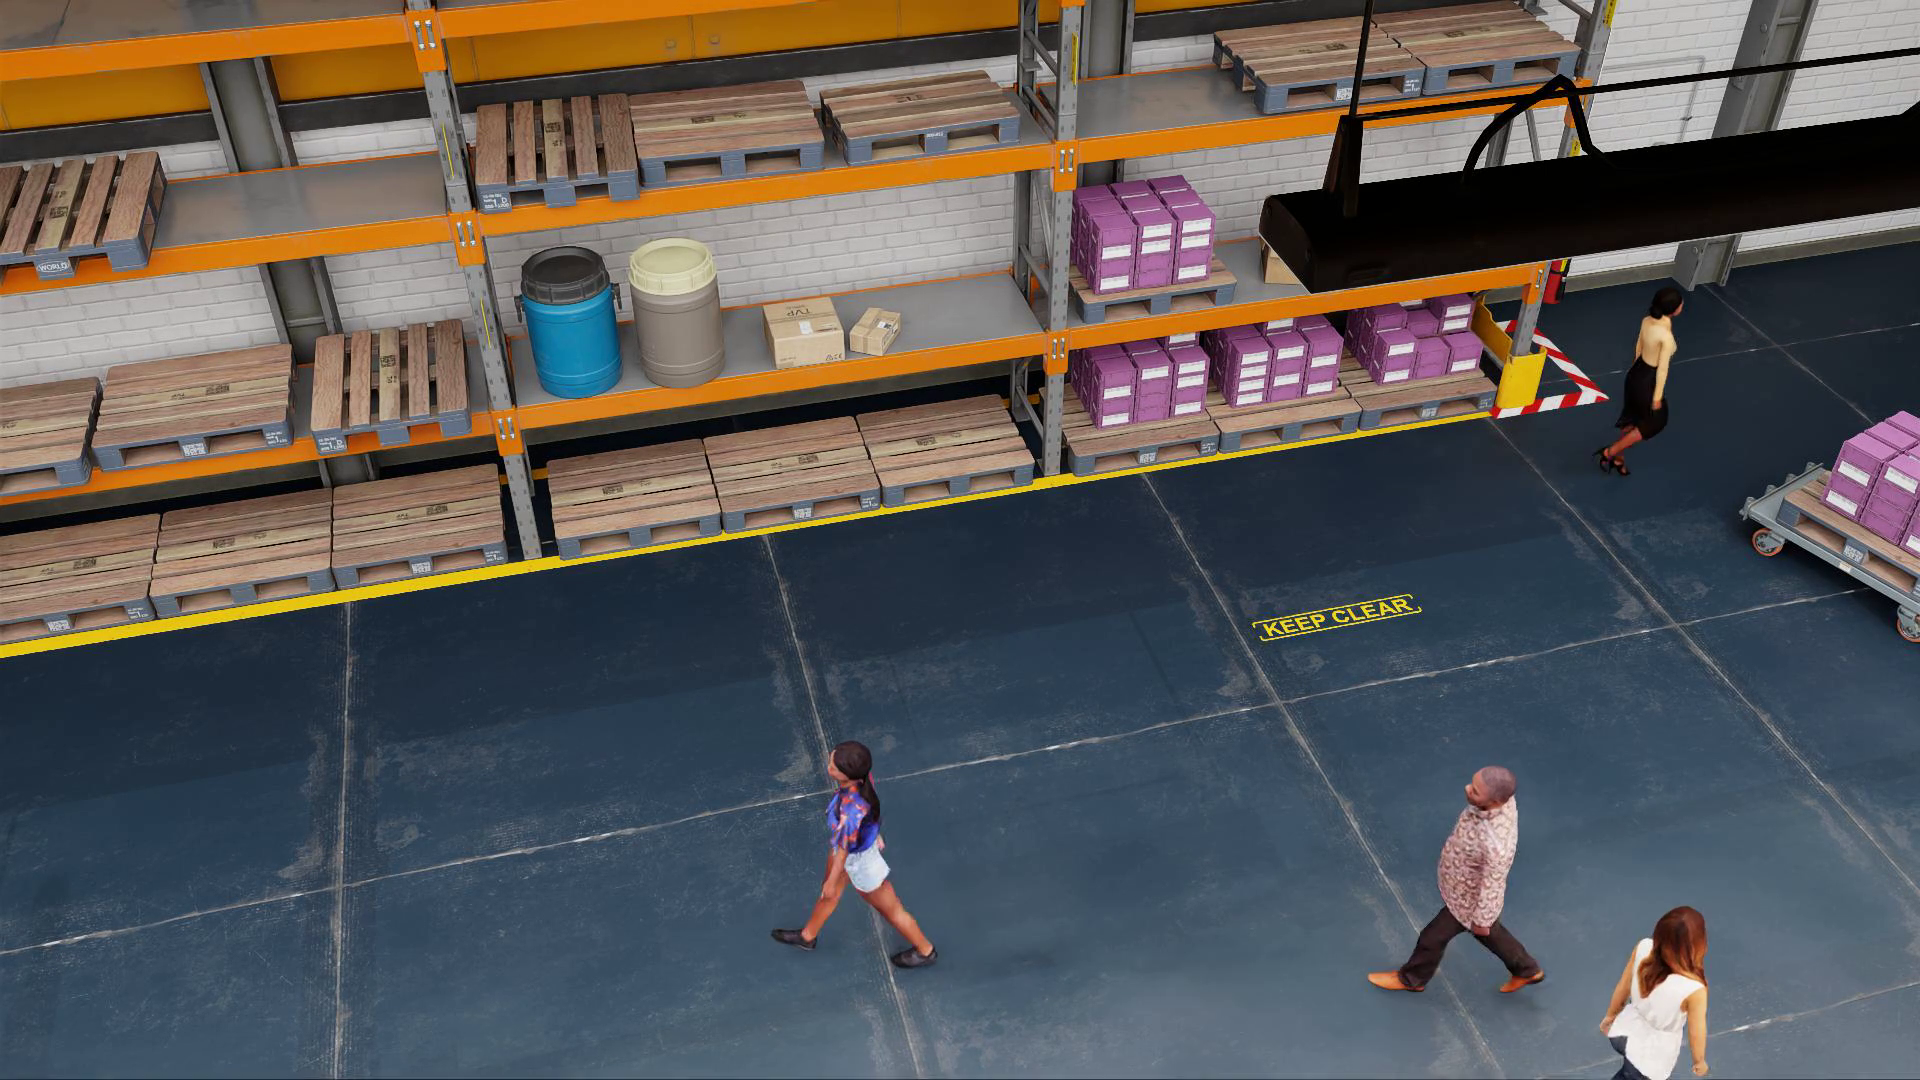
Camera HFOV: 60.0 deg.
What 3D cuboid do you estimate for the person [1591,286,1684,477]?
[{"bbox_3d":[5.076,-1.143,12.522,0.717,1.642,0.644,-3,39,-4],"label":"person"}]

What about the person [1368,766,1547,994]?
[{"bbox_3d":[2.771,1.833,8.675,1.267,1.793,1.066,10,40,13],"label":"person"}]

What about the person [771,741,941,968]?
[{"bbox_3d":[-0.440,1.733,8.884,1.234,1.688,0.808,0,39,0],"label":"person"}]

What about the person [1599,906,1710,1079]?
[{"bbox_3d":[3.169,2.468,7.936,1.128,1.722,0.593,-8,39,-10],"label":"person"}]
